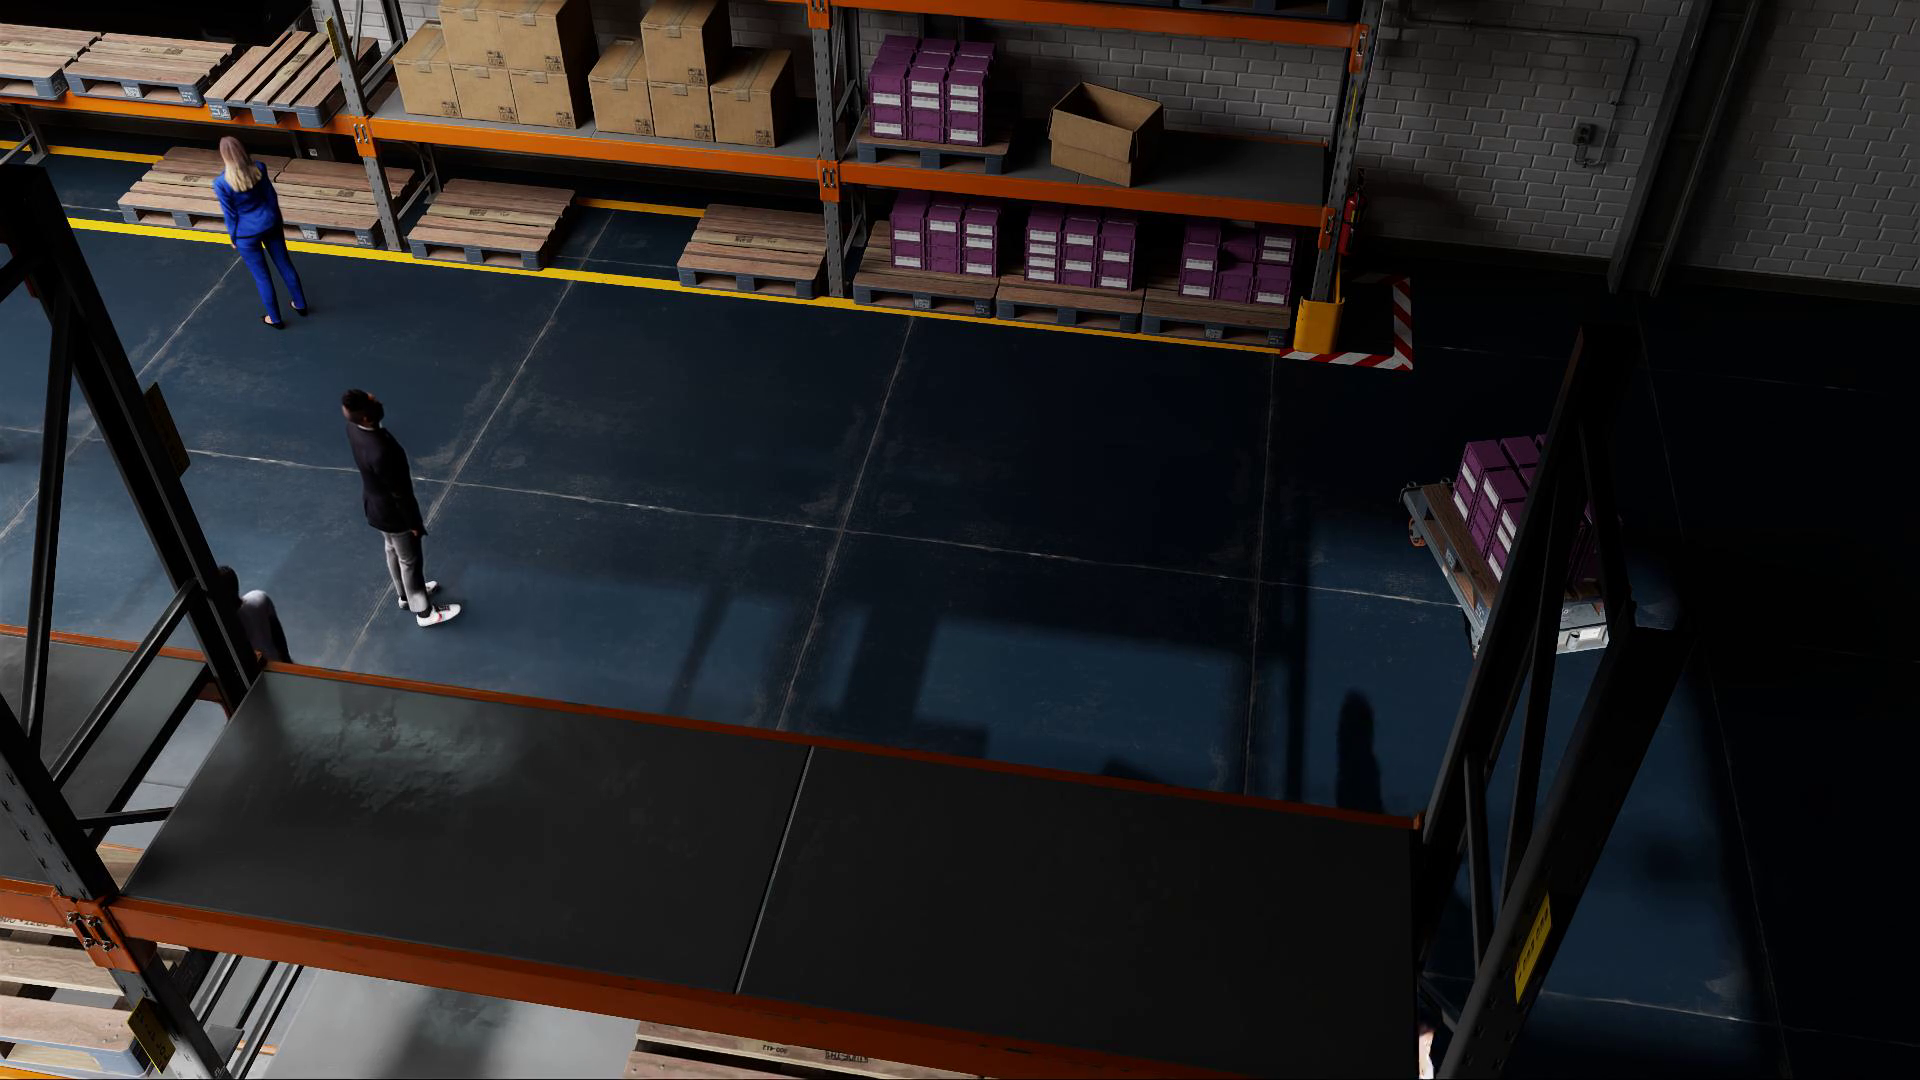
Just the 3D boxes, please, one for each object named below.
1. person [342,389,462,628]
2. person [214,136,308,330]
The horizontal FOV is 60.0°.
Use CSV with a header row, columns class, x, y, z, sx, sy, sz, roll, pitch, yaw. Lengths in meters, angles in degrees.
class,x,y,z,sx,sy,sz,roll,pitch,yaw
person,-3.716,-0.238,10.840,0.854,1.948,0.779,-29,50,-27
person,-5.636,-2.478,13.370,0.720,1.701,0.708,31,52,28
